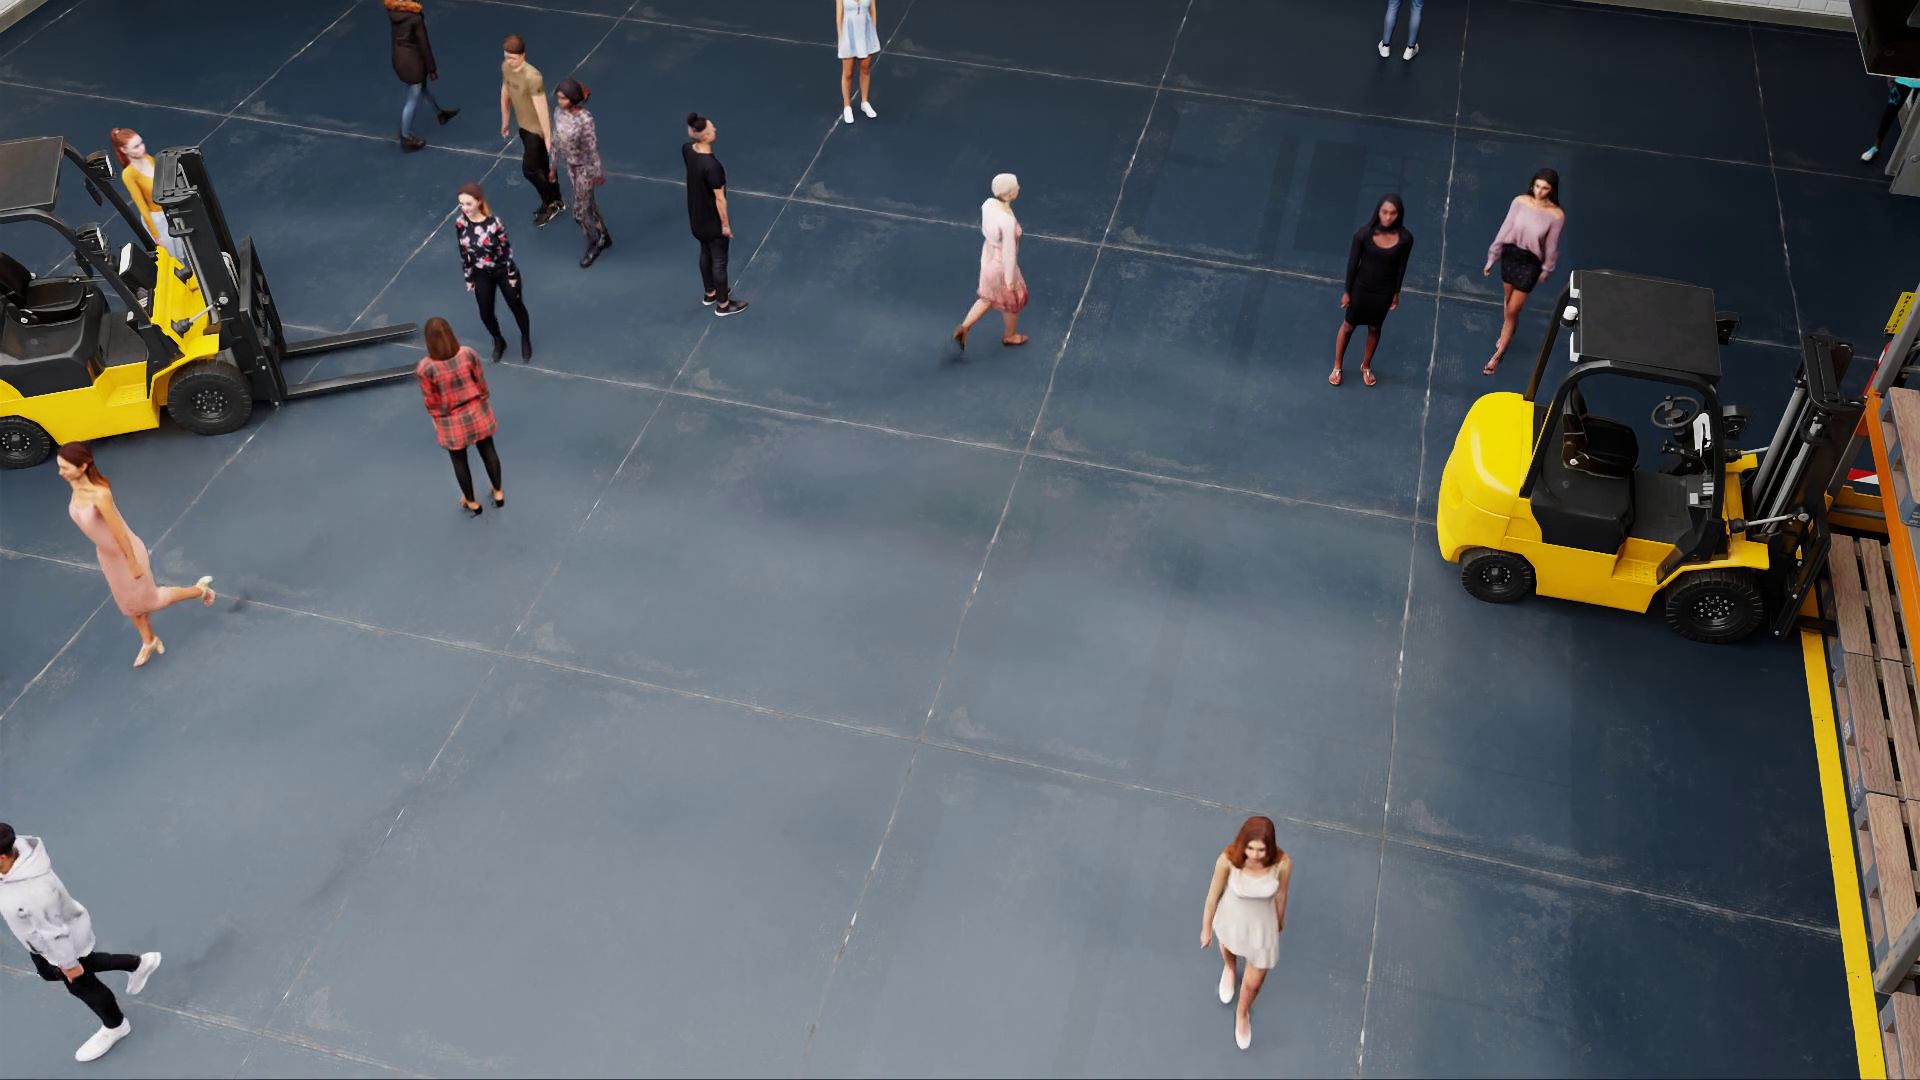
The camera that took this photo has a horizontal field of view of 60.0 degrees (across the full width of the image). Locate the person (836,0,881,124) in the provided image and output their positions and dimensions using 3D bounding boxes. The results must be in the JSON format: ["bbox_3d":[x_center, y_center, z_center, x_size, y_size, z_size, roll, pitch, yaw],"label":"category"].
[{"bbox_3d":[-1.007,-4.933,16.211,0.673,1.730,0.706,-15,46,-15],"label":"person"}]

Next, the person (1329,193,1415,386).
[{"bbox_3d":[3.248,-1.962,13.100,0.643,1.720,0.556,3,44,3],"label":"person"}]

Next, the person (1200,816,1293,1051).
[{"bbox_3d":[1.553,1.960,9.003,0.600,1.693,0.767,9,44,9],"label":"person"}]

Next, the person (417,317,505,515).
[{"bbox_3d":[-3.591,-0.887,11.986,0.691,1.701,0.742,-19,47,-19],"label":"person"}]

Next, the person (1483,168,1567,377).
[{"bbox_3d":[4.537,-2.232,13.335,0.874,1.786,1.006,34,53,30],"label":"person"}]

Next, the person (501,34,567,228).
[{"bbox_3d":[-3.729,-3.694,14.834,0.857,1.837,0.829,-26,50,-25],"label":"person"}]

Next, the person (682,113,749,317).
[{"bbox_3d":[-2.081,-2.726,13.799,0.805,1.862,0.768,-26,49,-25],"label":"person"}]

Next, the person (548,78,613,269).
[{"bbox_3d":[-3.226,-3.259,14.474,0.728,1.703,0.806,30,51,28],"label":"person"}]

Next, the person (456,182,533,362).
[{"bbox_3d":[-3.730,-2.169,13.351,0.609,1.674,0.594,2,44,2],"label":"person"}]

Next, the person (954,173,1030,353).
[{"bbox_3d":[0.256,-2.183,13.370,1.014,1.668,0.951,-21,48,-21],"label":"person"}]

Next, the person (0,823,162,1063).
[{"bbox_3d":[-4.689,2.016,8.782,0.914,1.917,1.011,32,52,29],"label":"person"}]

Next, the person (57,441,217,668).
[{"bbox_3d":[-5.422,0.053,10.915,0.813,1.816,1.026,28,50,26],"label":"person"}]

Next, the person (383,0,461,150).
[{"bbox_3d":[-5.291,-4.508,15.873,0.900,1.582,1.107,31,52,29],"label":"person"}]

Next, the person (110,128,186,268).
[{"bbox_3d":[-6.618,-2.613,13.761,0.687,1.751,0.570,2,44,2],"label":"person"}]

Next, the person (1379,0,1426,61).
[{"bbox_3d":[4.644,-5.885,17.098,0.666,1.886,0.534,10,45,10],"label":"person"}]
